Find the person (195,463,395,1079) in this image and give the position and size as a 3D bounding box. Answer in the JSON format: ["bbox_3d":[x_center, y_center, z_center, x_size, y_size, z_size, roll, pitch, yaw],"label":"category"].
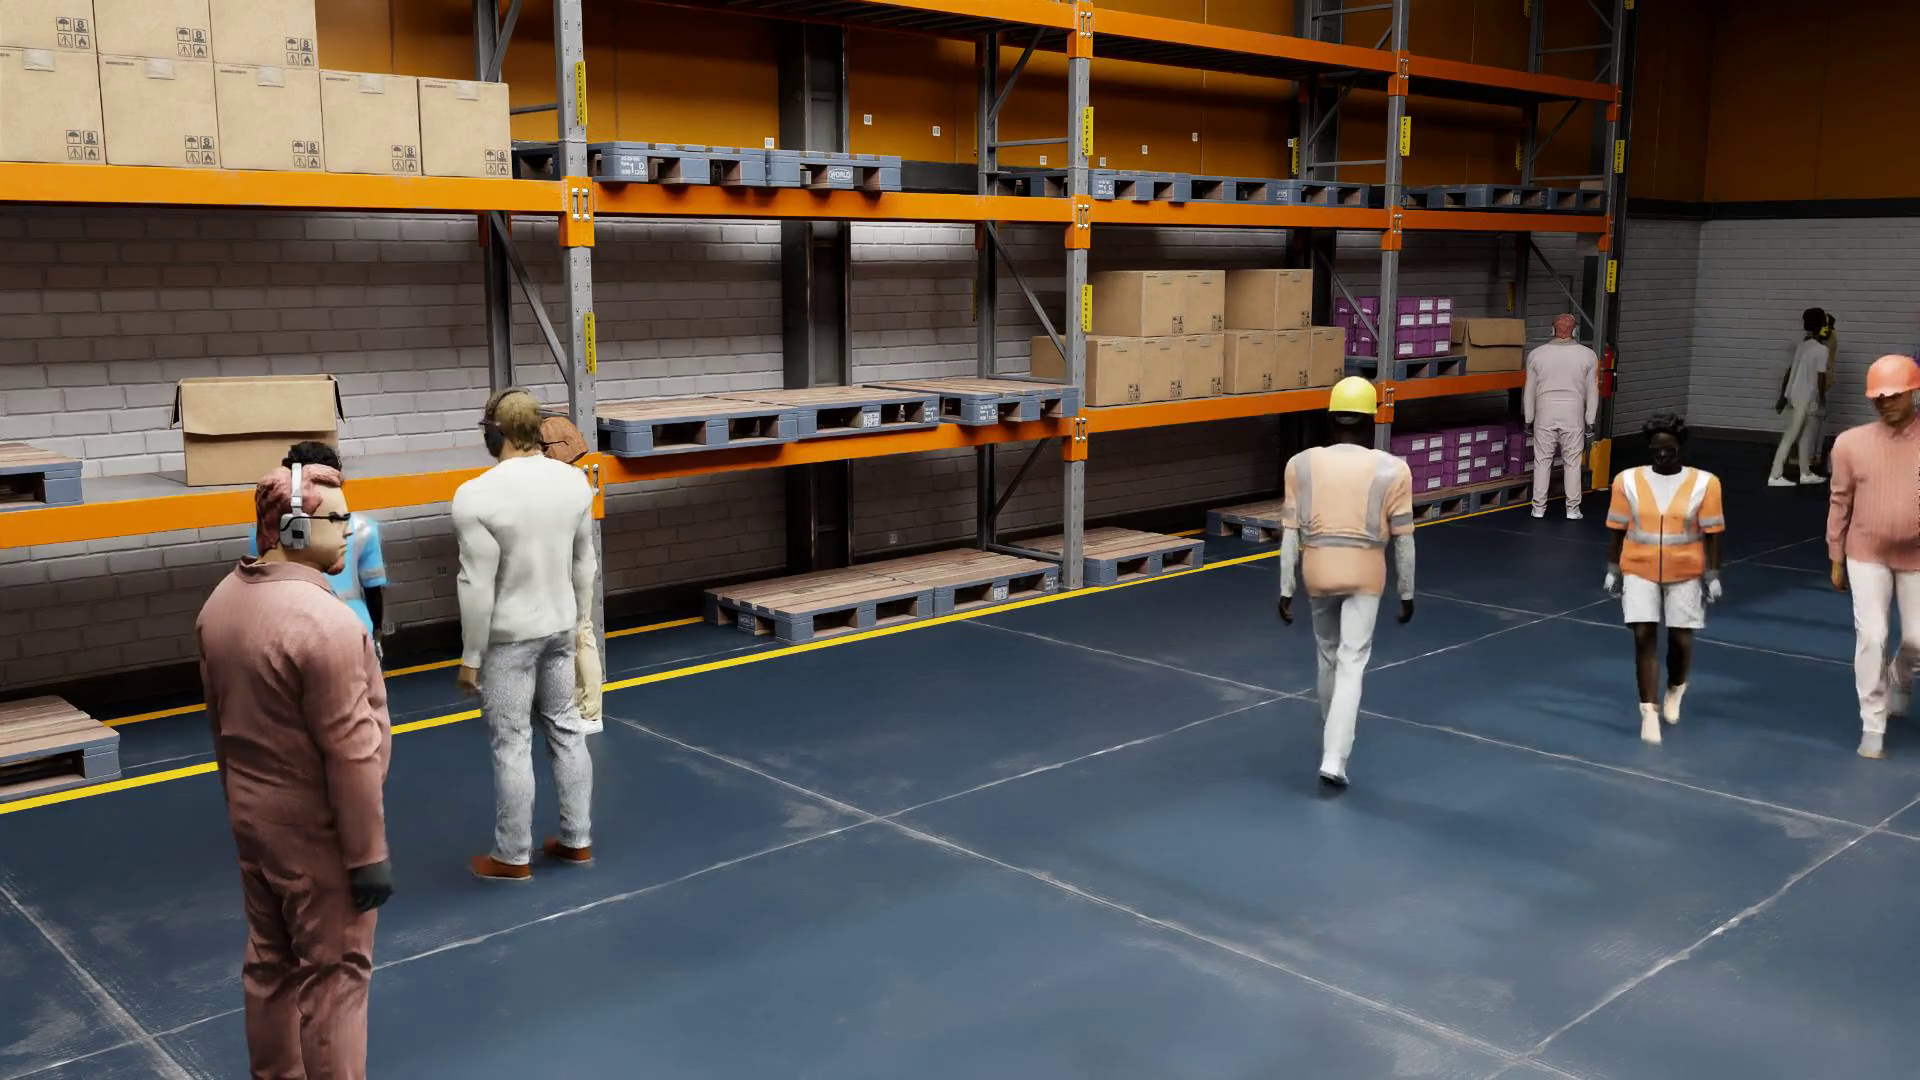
[{"bbox_3d":[-1.689,0.747,4.370,0.643,1.905,0.400,8,13,40],"label":"person"}]

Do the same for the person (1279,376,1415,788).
[{"bbox_3d":[1.800,0.178,7.779,0.605,1.884,0.992,4,11,24],"label":"person"}]

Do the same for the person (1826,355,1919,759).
[{"bbox_3d":[4.624,0.061,8.233,0.615,1.964,0.706,5,11,27],"label":"person"}]

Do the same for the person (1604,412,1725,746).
[{"bbox_3d":[3.549,0.174,8.427,0.575,1.659,0.587,4,11,25],"label":"person"}]

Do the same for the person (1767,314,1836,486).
[{"bbox_3d":[8.946,-1.459,17.518,0.801,1.818,0.510,0,10,-2],"label":"person"}]

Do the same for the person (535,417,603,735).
[{"bbox_3d":[-1.994,0.185,8.472,0.278,1.628,0.499,-4,10,-22],"label":"person"}]

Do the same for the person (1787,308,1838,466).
[{"bbox_3d":[9.908,-1.778,19.352,0.623,1.837,0.430,-9,13,-41],"label":"person"}]

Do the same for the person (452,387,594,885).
[{"bbox_3d":[-1.700,0.382,6.463,0.477,1.937,0.636,7,12,34],"label":"person"}]

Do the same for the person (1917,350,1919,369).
[{"bbox_3d":[10.101,-1.486,17.467,0.801,1.902,0.561,5,11,25],"label":"person"}]

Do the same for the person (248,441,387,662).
[{"bbox_3d":[-2.681,0.428,6.865,0.545,1.679,0.536,-9,13,-43],"label":"person"}]

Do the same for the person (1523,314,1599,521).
[{"bbox_3d":[5.536,-1.129,15.349,0.652,1.904,0.402,4,10,22],"label":"person"}]
